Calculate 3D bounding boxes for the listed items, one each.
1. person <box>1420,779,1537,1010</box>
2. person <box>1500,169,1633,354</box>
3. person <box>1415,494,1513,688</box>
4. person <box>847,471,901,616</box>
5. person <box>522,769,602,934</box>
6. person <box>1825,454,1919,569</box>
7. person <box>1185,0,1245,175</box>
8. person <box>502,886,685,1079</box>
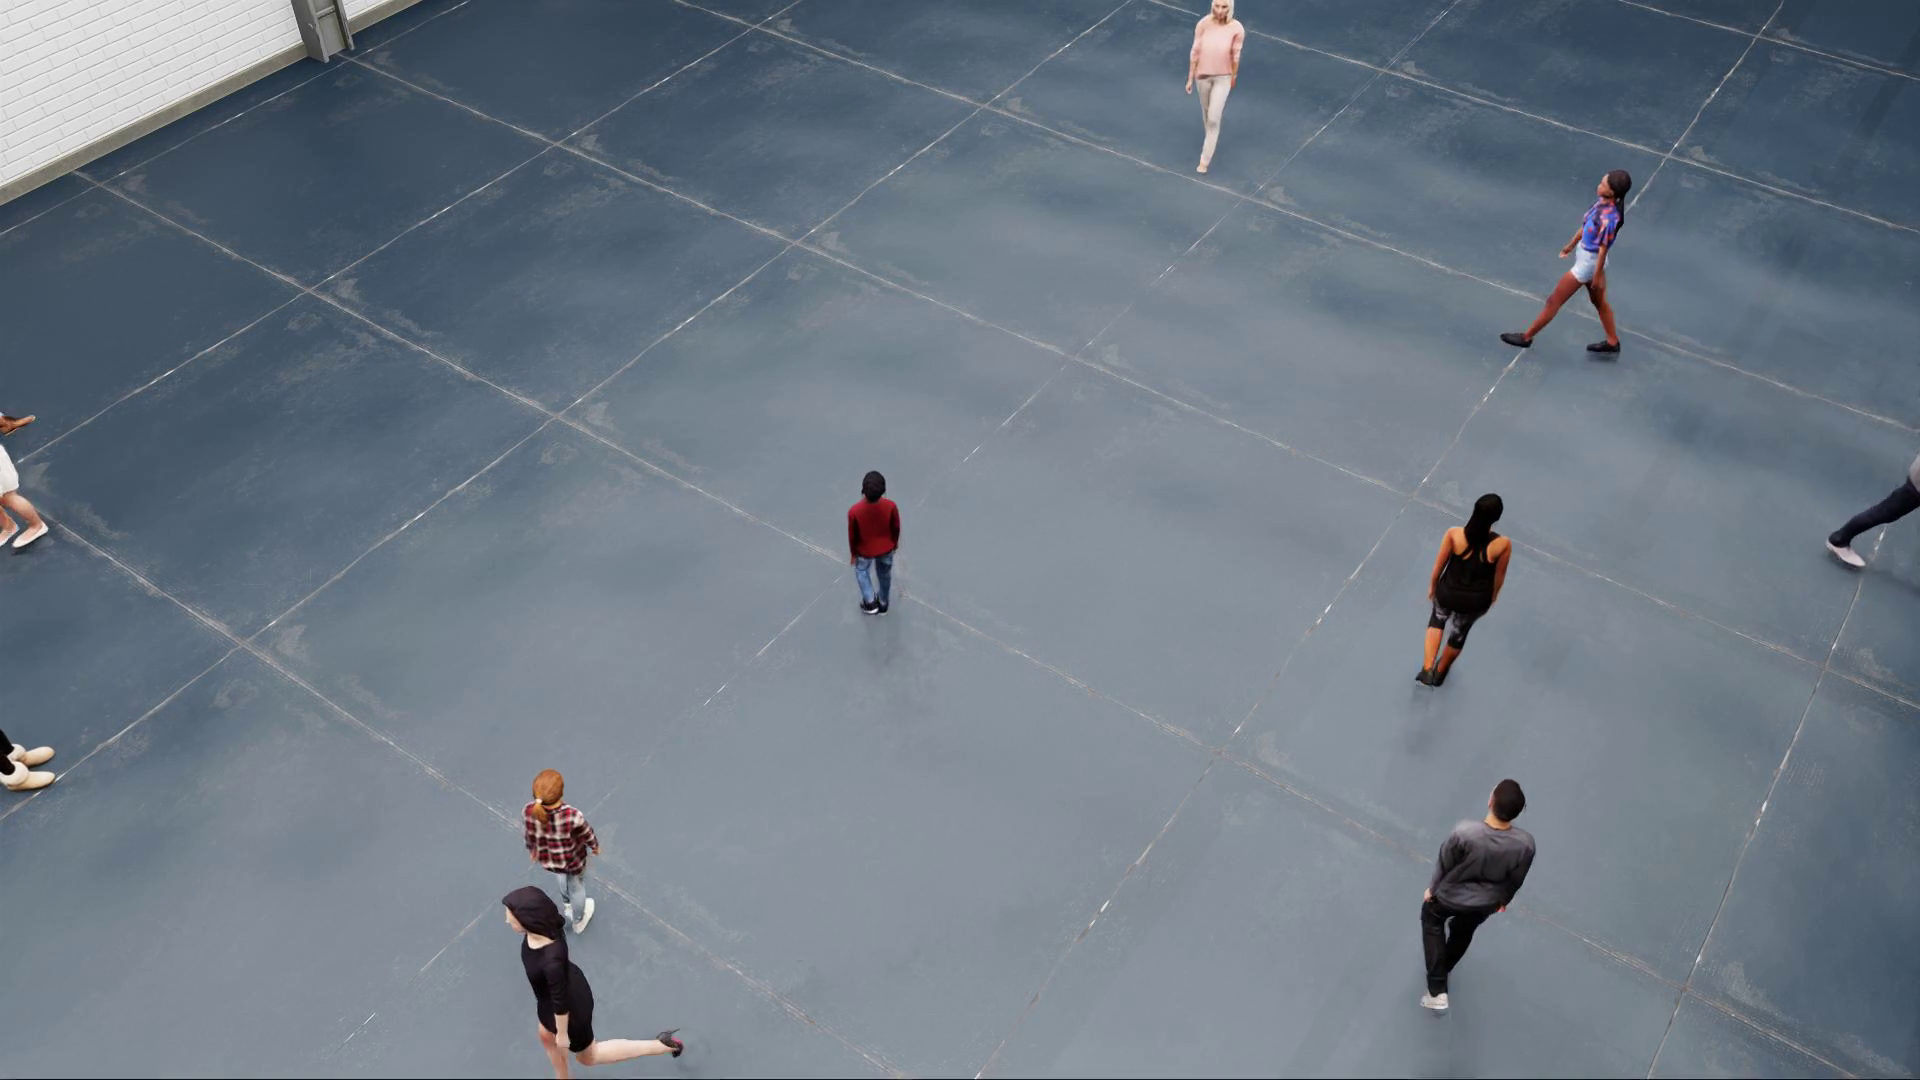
[{"bbox_3d":[2.708,1.936,8.856,0.833,1.753,0.947,5,44,5],"label":"person"},{"bbox_3d":[5.082,-2.153,13.194,0.908,1.690,1.193,12,45,12],"label":"person"},{"bbox_3d":[3.188,0.381,10.561,0.657,1.653,0.720,15,46,16],"label":"person"},{"bbox_3d":[-0.566,0.070,11.182,0.586,1.246,0.655,-10,45,-11],"label":"person"},{"bbox_3d":[-2.254,1.799,9.331,0.621,1.296,0.635,8,44,8],"label":"person"},{"bbox_3d":[6.528,-0.445,11.316,0.865,1.807,1.183,32,52,29],"label":"person"},{"bbox_3d":[2.380,-4.351,15.503,0.764,1.686,1.097,15,46,16],"label":"person"},{"bbox_3d":[-1.906,2.332,8.427,1.112,1.772,0.936,-17,46,-17],"label":"person"}]
